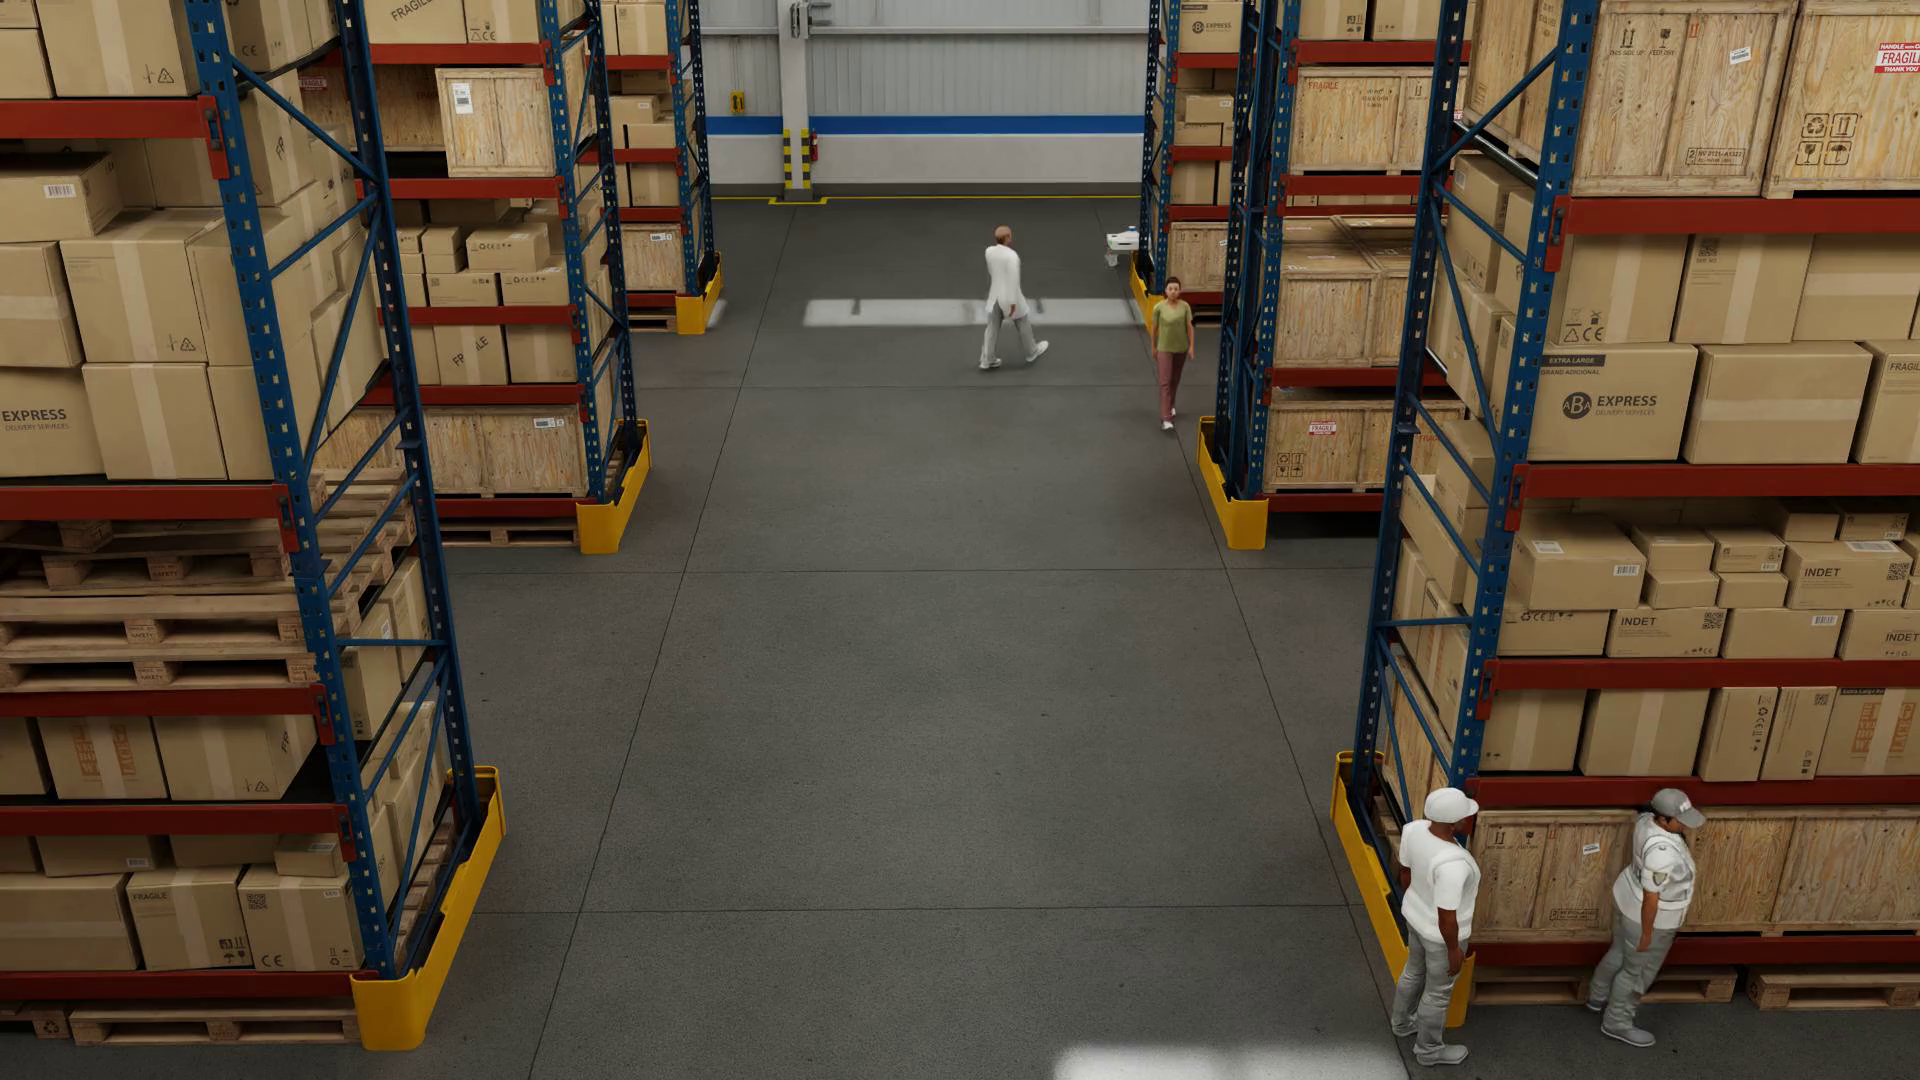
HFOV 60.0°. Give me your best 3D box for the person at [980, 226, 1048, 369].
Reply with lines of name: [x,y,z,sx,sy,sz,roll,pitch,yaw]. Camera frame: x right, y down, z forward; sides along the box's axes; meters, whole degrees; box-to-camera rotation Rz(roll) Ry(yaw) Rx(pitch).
person: [0.627,-2.991,20.241,0.576,1.750,0.967,22,33,38]

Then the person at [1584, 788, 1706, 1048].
person: [3.923,2.096,9.505,0.406,1.675,0.592,2,25,5]

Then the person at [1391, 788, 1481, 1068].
person: [2.685,2.139,9.303,0.415,1.768,0.560,-7,26,-15]

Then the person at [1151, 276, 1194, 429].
person: [2.380,-2.076,18.434,0.454,1.639,0.891,-4,25,-9]

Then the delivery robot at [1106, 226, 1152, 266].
delivery robot: [2.562,-4.340,24.744,0.696,0.535,0.667,0,25,-1]
